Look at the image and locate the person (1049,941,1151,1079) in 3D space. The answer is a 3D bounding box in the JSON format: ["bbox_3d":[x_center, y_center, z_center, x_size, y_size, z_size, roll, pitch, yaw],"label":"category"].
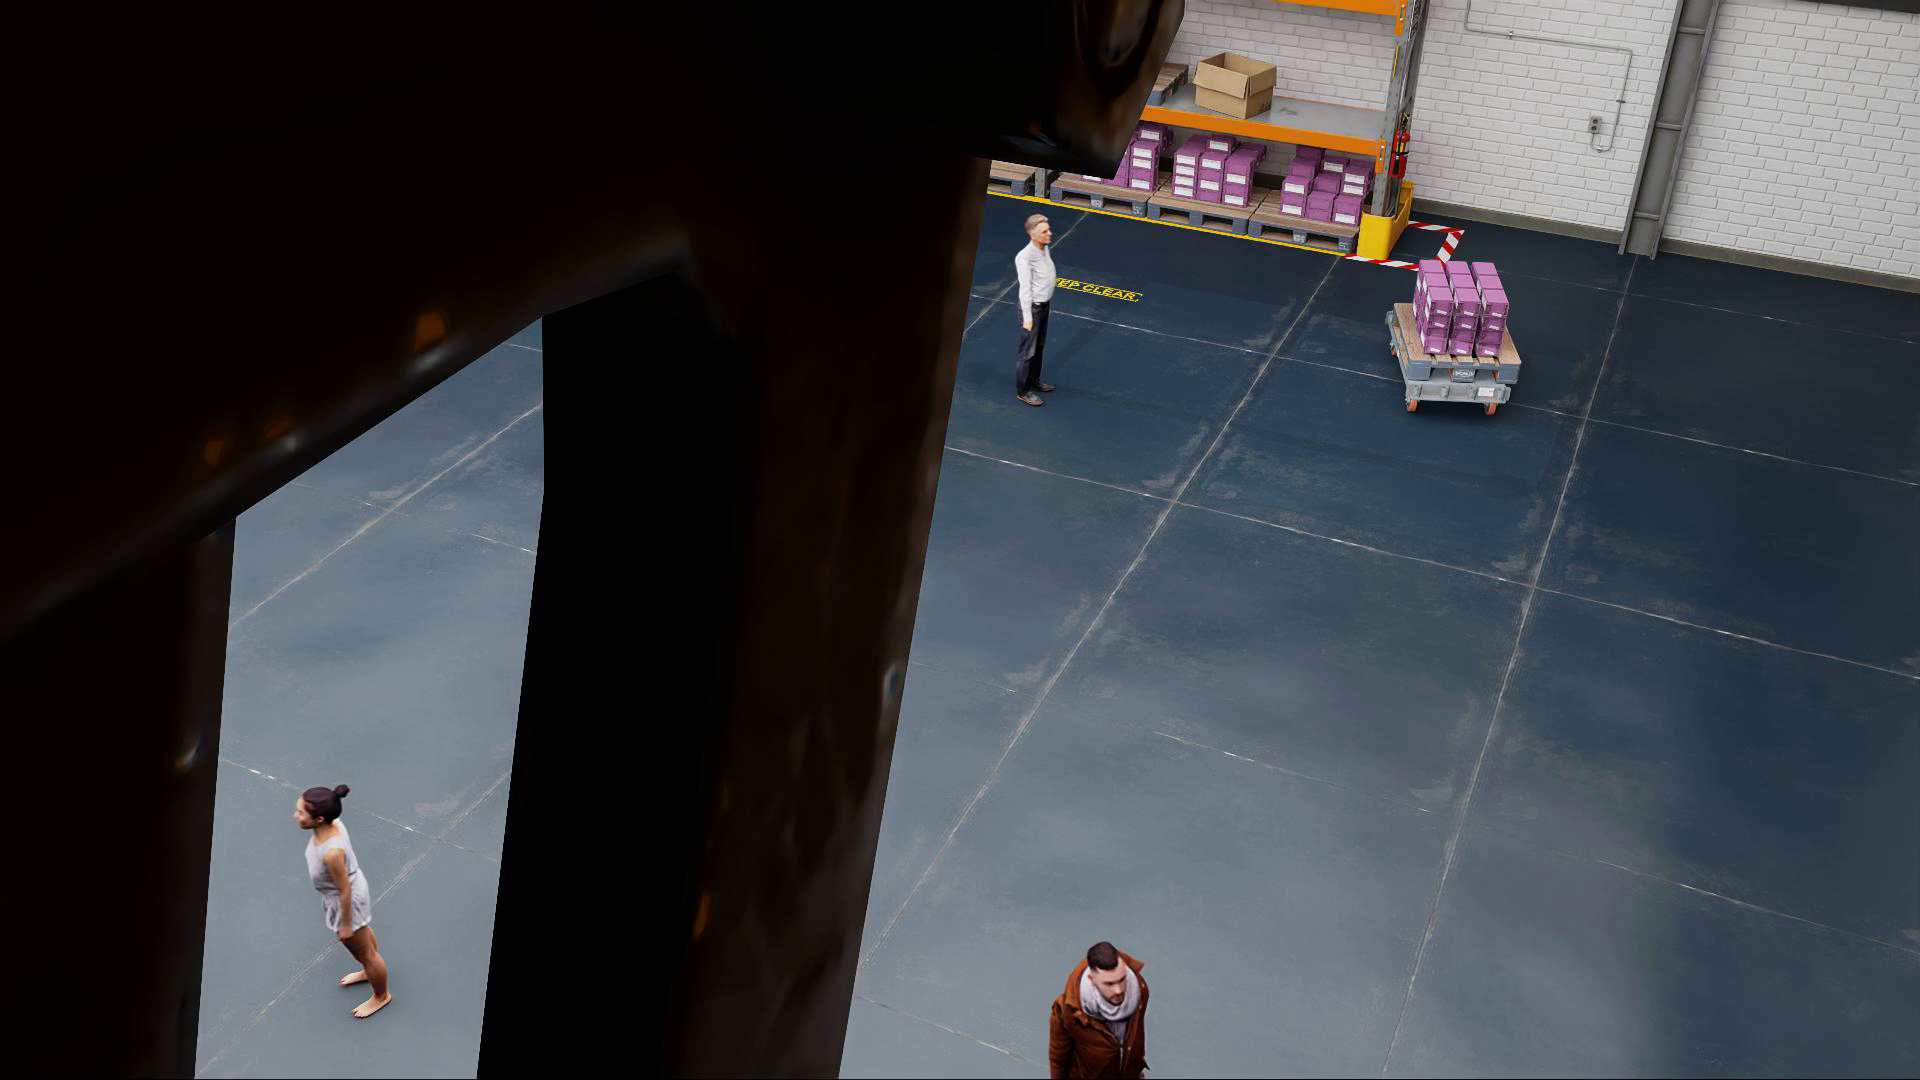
[{"bbox_3d":[0.664,2.647,8.124,0.850,1.839,0.890,-18,38,-25],"label":"person"}]

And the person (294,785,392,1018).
[{"bbox_3d":[-3.442,1.998,9.315,0.731,1.601,0.656,-16,37,-22],"label":"person"}]

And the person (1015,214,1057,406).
[{"bbox_3d":[0.688,-2.156,15.366,0.548,1.820,0.637,15,36,21],"label":"person"}]
